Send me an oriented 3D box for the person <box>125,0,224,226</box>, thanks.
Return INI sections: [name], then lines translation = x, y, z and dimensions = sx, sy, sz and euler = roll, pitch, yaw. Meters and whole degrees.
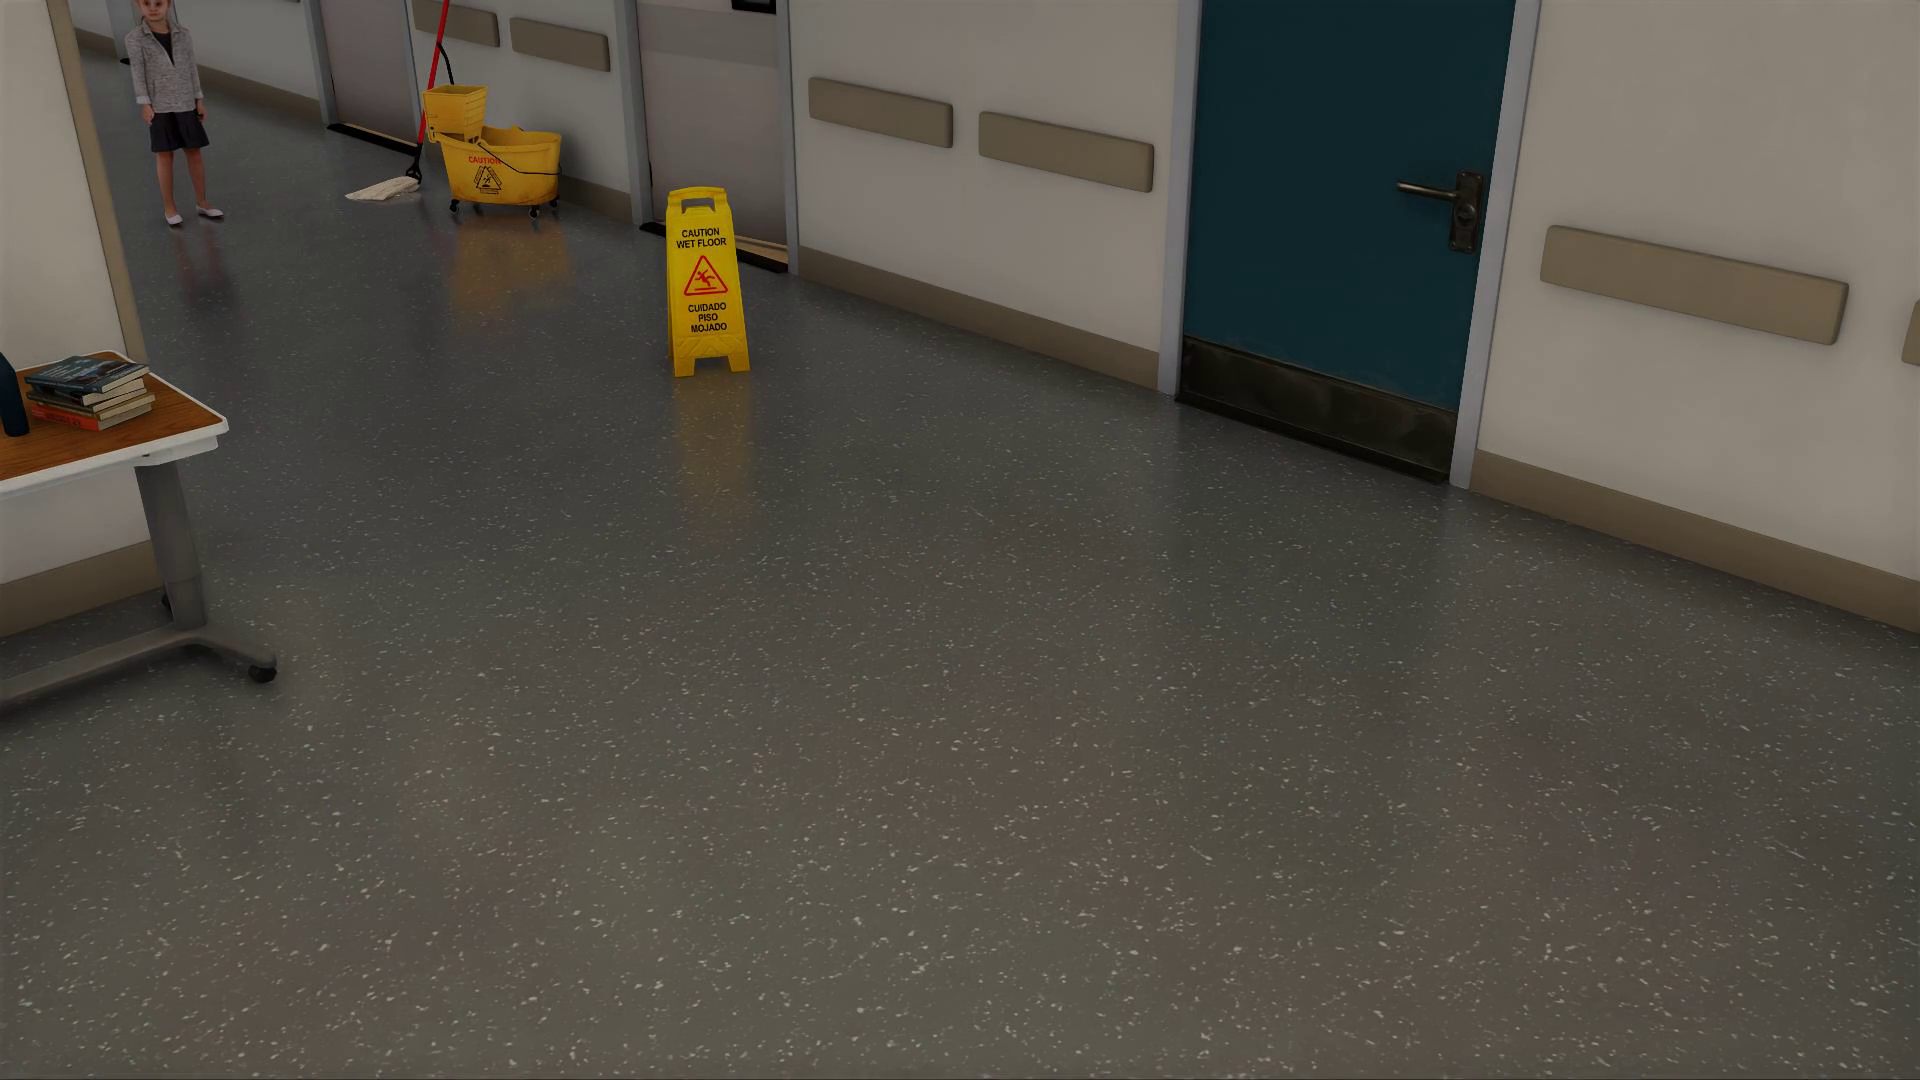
[person]
translation = -4.275, -2.375, 9.005
dimensions = 0.494, 1.276, 0.510
euler = -22, 33, -38
